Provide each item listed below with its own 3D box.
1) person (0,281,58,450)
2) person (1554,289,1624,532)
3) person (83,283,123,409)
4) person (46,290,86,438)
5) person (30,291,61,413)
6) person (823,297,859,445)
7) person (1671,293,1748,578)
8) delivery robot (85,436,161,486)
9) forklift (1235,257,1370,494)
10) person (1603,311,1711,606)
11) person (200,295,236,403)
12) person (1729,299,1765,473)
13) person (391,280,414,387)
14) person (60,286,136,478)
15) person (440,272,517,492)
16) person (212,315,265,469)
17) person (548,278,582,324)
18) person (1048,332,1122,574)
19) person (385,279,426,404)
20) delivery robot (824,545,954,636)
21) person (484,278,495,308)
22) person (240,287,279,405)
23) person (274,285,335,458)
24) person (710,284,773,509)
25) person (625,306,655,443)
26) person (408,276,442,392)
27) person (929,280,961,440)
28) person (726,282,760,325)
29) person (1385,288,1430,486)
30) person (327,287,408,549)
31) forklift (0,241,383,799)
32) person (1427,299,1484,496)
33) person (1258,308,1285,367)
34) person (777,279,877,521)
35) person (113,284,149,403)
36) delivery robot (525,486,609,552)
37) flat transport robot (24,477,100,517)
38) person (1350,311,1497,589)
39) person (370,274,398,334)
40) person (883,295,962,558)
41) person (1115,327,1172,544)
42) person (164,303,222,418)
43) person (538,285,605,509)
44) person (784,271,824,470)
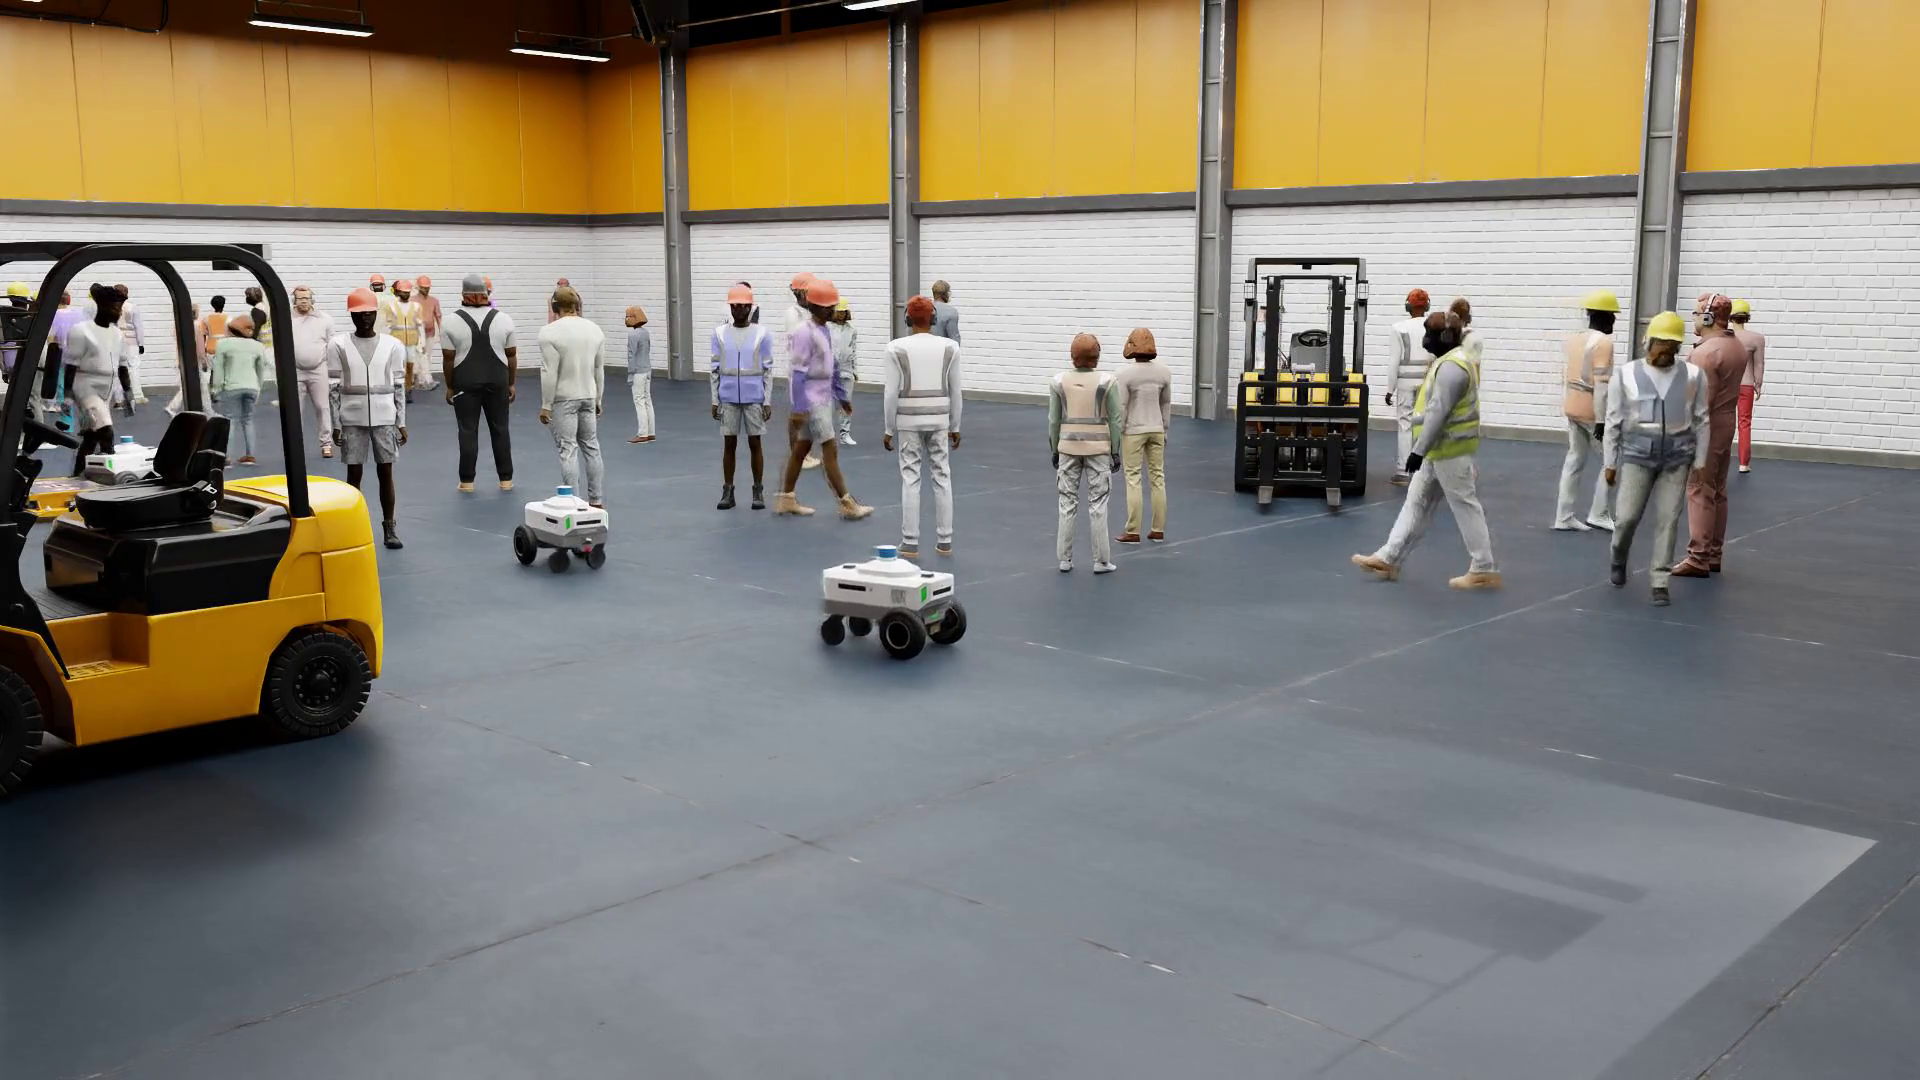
[{"bbox_3d":[-10.680,-1.977,18.978,0.587,1.927,0.363,0,9,1],"label":"person"},{"bbox_3d":[5.009,-0.997,13.030,0.654,1.905,0.628,-1,9,-5],"label":"person"},{"bbox_3d":[-12.624,-2.843,24.482,0.315,1.865,0.526,7,12,36],"label":"person"},{"bbox_3d":[-10.952,-2.171,20.417,0.372,1.843,0.570,5,10,26],"label":"person"},{"bbox_3d":[-13.224,-2.716,24.027,0.523,1.762,0.328,4,10,21],"label":"person"},{"bbox_3d":[-1.405,-1.970,19.497,0.488,1.743,0.321,-6,11,-31],"label":"person"},{"bbox_3d":[5.013,-0.701,11.218,0.410,1.909,0.643,8,12,41],"label":"person"},{"bbox_3d":[-7.522,-0.696,15.039,0.477,0.478,0.707,3,10,20],"label":"delivery robot"},{"bbox_3d":[3.309,-1.629,16.029,1.214,2.155,2.313,2,9,11],"label":"forklift"},{"bbox_3d":[4.333,-0.515,10.374,0.613,1.813,0.560,2,10,13],"label":"person"},{"bbox_3d":[-11.173,-2.854,25.115,0.543,1.687,0.403,-2,9,-12],"label":"person"},{"bbox_3d":[7.873,-1.559,16.903,0.529,1.772,0.304,4,10,21],"label":"person"},{"bbox_3d":[-9.815,-3.610,29.167,0.513,1.872,0.328,-7,12,-38],"label":"person"},{"bbox_3d":[-7.662,-1.302,14.881,0.883,1.908,0.632,1,9,8],"label":"person"},{"bbox_3d":[-4.488,-1.469,15.519,0.683,2.000,0.538,-4,10,-23],"label":"person"},{"bbox_3d":[-7.519,-1.552,17.389,0.530,1.597,0.392,-7,12,-37],"label":"person"},{"bbox_3d":[-7.177,-3.800,30.209,0.641,1.913,0.408,-6,11,-33],"label":"person"},{"bbox_3d":[0.849,-0.580,11.300,0.515,1.639,0.309,3,10,20],"label":"person"},{"bbox_3d":[-8.462,-3.028,25.459,0.564,1.907,0.815,-5,11,-29],"label":"person"},{"bbox_3d":[-0.395,0.274,9.092,0.707,0.478,0.477,6,11,31],"label":"delivery robot"},{"bbox_3d":[-8.361,-3.596,28.998,0.614,1.907,0.481,9,13,43],"label":"person"},{"bbox_3d":[-10.651,-2.928,25.224,0.934,1.789,0.631,-3,10,-17],"label":"person"},{"bbox_3d":[-7.127,-1.826,18.156,0.652,1.898,0.396,-4,10,-21],"label":"person"},{"bbox_3d":[-1.881,-1.226,14.334,0.545,1.942,0.350,0,9,1],"label":"person"},{"bbox_3d":[-3.835,-1.970,19.870,0.283,1.626,0.502,2,9,11],"label":"person"},{"bbox_3d":[-9.006,-3.485,28.168,0.988,1.940,0.624,8,12,39],"label":"person"},{"bbox_3d":[-0.254,-2.179,20.192,0.635,1.935,0.351,7,12,38],"label":"person"},{"bbox_3d":[-3.259,-2.966,25.226,0.616,1.861,0.990,4,10,25],"label":"person"},{"bbox_3d":[4.360,-1.454,15.917,0.585,1.879,0.337,-1,9,-7],"label":"person"},{"bbox_3d":[-4.349,-0.884,12.243,0.543,1.939,0.360,-4,10,-24],"label":"person"},{"bbox_3d":[-3.706,-0.171,7.093,1.214,2.155,2.313,9,13,43],"label":"forklift"},{"bbox_3d":[4.552,-1.317,15.349,0.546,1.781,0.971,6,11,31],"label":"person"},{"bbox_3d":[3.917,-2.150,20.987,0.394,1.623,0.517,5,11,30],"label":"person"},{"bbox_3d":[-1.108,-1.139,13.683,0.977,1.977,0.752,2,9,10],"label":"person"},{"bbox_3d":[-12.866,-3.014,25.617,0.624,1.840,0.429,0,9,-1],"label":"person"},{"bbox_3d":[-2.746,-0.135,11.597,0.477,0.478,0.707,-7,12,-38],"label":"delivery robot"},{"bbox_3d":[-7.768,-0.377,14.236,0.652,0.197,1.431,-9,13,-42],"label":"flat transport robot"},{"bbox_3d":[3.068,-0.581,10.818,0.965,1.793,0.643,2,9,11],"label":"person"},{"bbox_3d":[-9.153,-3.205,26.323,0.608,1.988,0.392,-8,12,-40],"label":"person"},{"bbox_3d":[-0.269,-0.810,11.964,0.576,1.881,0.352,-2,10,-14],"label":"person"},{"bbox_3d":[1.366,-0.782,12.548,0.498,1.634,0.281,-4,10,-25],"label":"person"},{"bbox_3d":[-10.546,-2.433,22.764,0.525,1.604,0.800,8,12,41],"label":"person"},{"bbox_3d":[-3.223,-1.141,13.825,0.366,1.936,0.630,8,12,39],"label":"person"},{"bbox_3d":[-1.605,-1.751,17.239,0.381,2.045,0.605,2,9,10],"label":"person"}]
